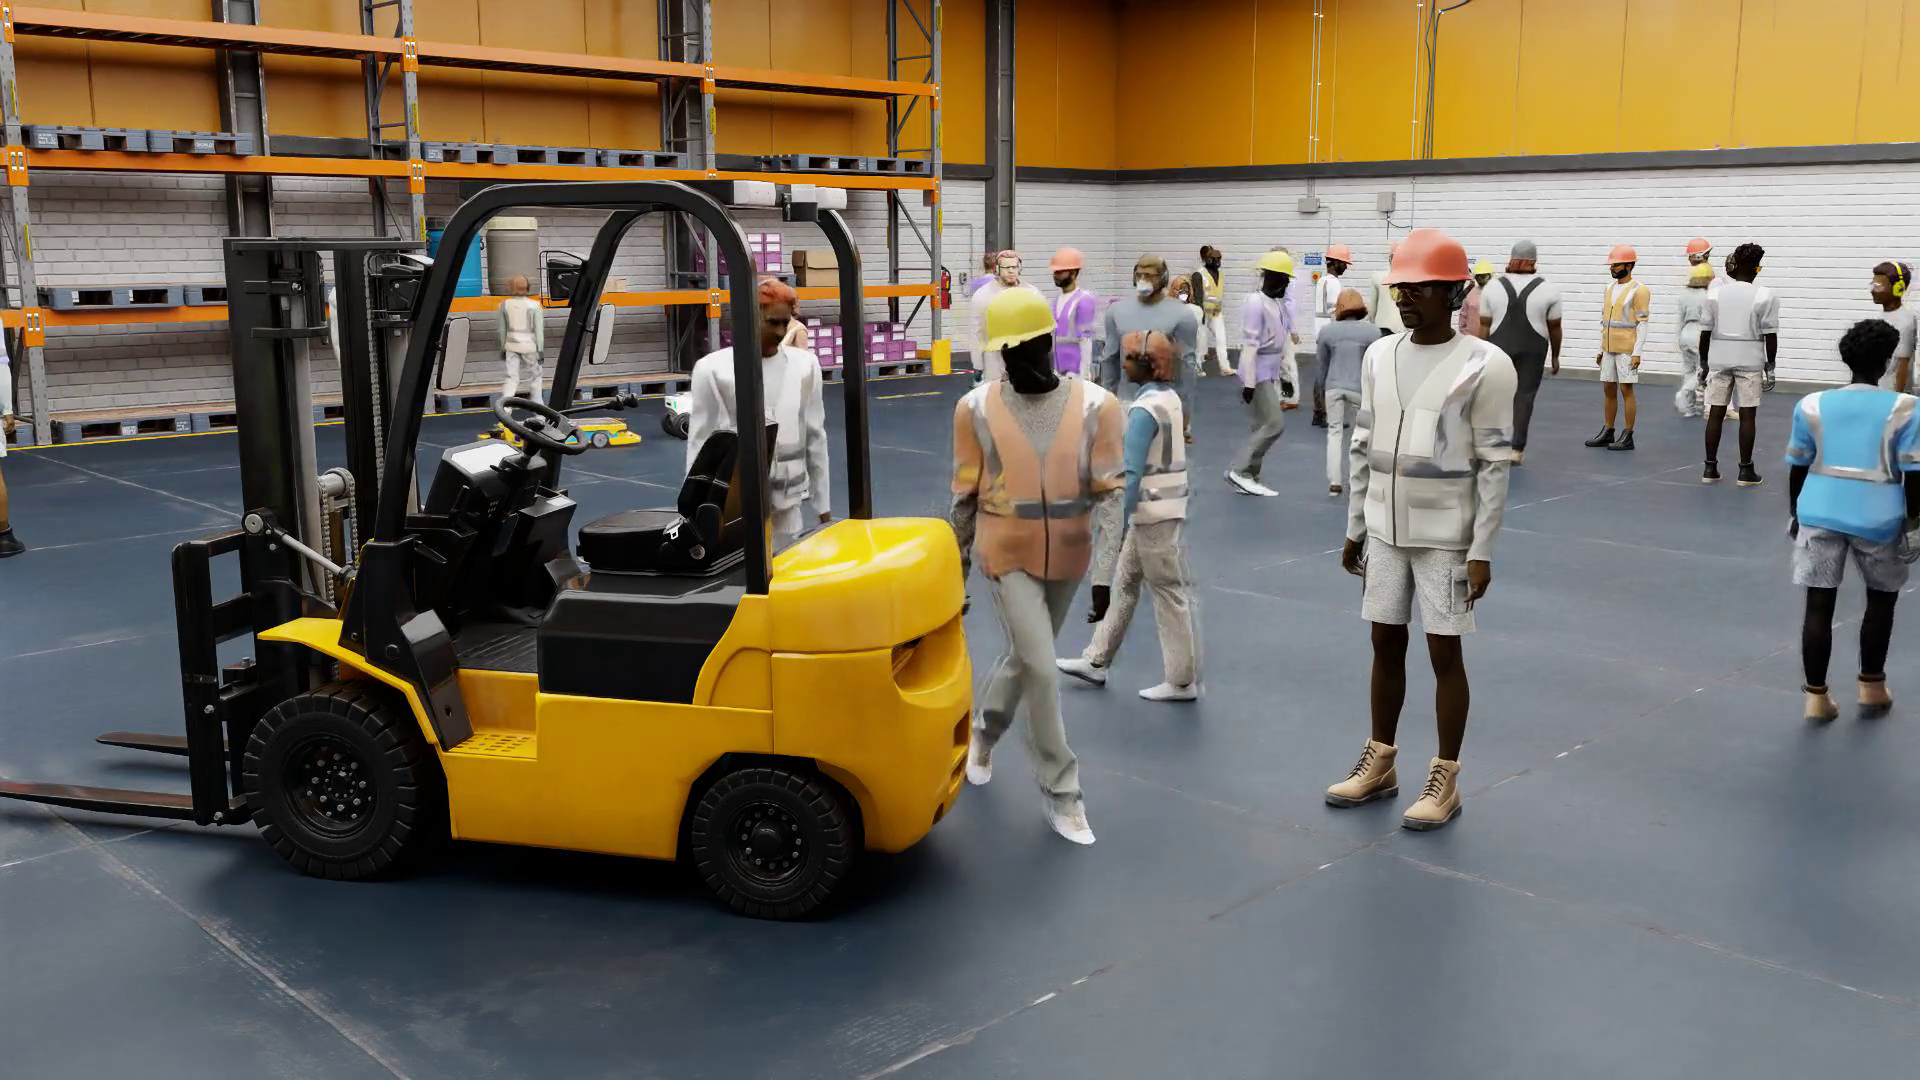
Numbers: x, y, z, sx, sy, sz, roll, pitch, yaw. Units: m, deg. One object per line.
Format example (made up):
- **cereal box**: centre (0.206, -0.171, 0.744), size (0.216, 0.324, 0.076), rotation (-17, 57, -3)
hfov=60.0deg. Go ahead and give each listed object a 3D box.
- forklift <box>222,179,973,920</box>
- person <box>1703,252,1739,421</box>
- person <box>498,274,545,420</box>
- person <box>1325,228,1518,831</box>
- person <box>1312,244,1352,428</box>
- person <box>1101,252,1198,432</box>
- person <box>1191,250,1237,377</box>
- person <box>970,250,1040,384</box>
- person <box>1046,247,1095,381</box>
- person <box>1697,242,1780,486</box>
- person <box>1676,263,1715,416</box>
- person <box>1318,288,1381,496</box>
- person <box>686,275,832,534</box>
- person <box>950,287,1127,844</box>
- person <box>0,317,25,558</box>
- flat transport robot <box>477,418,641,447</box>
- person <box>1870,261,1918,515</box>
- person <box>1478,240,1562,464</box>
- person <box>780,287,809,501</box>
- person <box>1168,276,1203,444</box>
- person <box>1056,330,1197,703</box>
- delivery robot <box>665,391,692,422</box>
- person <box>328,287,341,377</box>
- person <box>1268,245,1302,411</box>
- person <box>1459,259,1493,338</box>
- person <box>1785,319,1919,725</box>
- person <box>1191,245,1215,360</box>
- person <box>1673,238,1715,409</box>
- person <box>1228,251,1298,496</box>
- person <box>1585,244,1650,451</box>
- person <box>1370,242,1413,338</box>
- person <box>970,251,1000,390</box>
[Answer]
- **forklift**: centre (-1.114, -0.058, 5.440), size (2.313, 2.155, 1.214), rotation (2, 11, 13)
- **person**: centre (8.450, -2.230, 18.248), size (0.622, 1.845, 0.430), rotation (-6, 12, -28)
- **person**: centre (-4.695, -2.032, 17.817), size (0.525, 1.637, 0.604), rotation (2, 11, 10)
- **person**: centre (1.567, -0.031, 5.701), size (0.378, 2.045, 0.605), rotation (-9, 13, -39)
- **person**: centre (3.928, -2.145, 17.546), size (0.367, 1.930, 0.542), rotation (-1, 10, -5)
- **person**: centre (1.240, -0.907, 10.823), size (0.638, 1.924, 0.742), rotation (6, 12, 30)
- **person**: centre (3.599, -3.207, 23.652), size (0.642, 1.809, 0.840), rotation (-7, 13, -34)
- **person**: centre (0.411, -1.548, 14.394), size (0.654, 1.897, 0.397), rotation (-4, 11, -19)
- **person**: centre (0.955, -1.423, 13.607), size (0.594, 1.923, 0.554), rotation (-6, 12, -29)
- **person**: centre (6.321, -1.426, 13.523), size (0.613, 1.963, 0.362), rotation (9, 14, 42)
- **person**: centre (8.126, -2.204, 18.452), size (0.584, 1.722, 0.491), rotation (-7, 12, -33)
- **person**: centre (3.062, -1.168, 13.090), size (0.515, 1.605, 0.651), rotation (4, 11, 22)
- **person**: centre (-0.857, -0.156, 6.855), size (0.622, 1.868, 0.519), rotation (-7, 12, -33)
- **person**: centre (0.248, 0.051, 5.839), size (0.584, 1.875, 0.930), rotation (-2, 11, -11)
- **person**: centre (-6.205, -0.835, 10.381), size (0.542, 1.938, 0.358), rotation (-4, 11, -19)
- **flat transport robot**: centre (-3.850, -1.025, 15.962), size (1.431, 0.197, 0.652), rotation (-5, 12, -25)
- **person**: centre (6.056, -0.895, 10.935), size (0.419, 1.853, 0.548), rotation (2, 11, 9)
- **person**: centre (5.019, -1.721, 14.929), size (0.694, 2.000, 1.039), rotation (5, 11, 24)
- **person**: centre (-1.320, -1.108, 12.673), size (0.313, 1.642, 0.513), rotation (-8, 13, -36)
- **person**: centre (2.119, -1.742, 16.159), size (0.497, 1.633, 0.289), rotation (-2, 11, -13)
- **person**: centre (0.712, -0.100, 7.232), size (0.758, 1.606, 0.541), rotation (3, 11, 17)
- **delivery robot**: centre (-2.585, -1.351, 16.711), size (0.707, 0.478, 0.477), rotation (-5, 11, -26)
- **person**: centre (-4.934, -1.488, 13.934), size (0.637, 1.938, 0.357), rotation (2, 11, 11)
- **person**: centre (3.664, -2.420, 19.110), size (0.614, 1.914, 0.634), rotation (2, 11, 10)
- **person**: centre (6.011, -2.351, 19.160), size (0.525, 1.755, 0.468), rotation (6, 12, 31)
- **person**: centre (3.752, -0.082, 6.954), size (0.557, 1.672, 0.656), rotation (9, 14, 41)
- **person**: centre (3.949, -3.841, 26.990), size (0.345, 1.861, 0.533), rotation (-8, 13, -38)
- **person**: centre (8.613, -2.525, 19.465), size (0.393, 1.985, 0.611), rotation (4, 11, 22)
- **person**: centre (2.366, -1.266, 12.840), size (0.425, 1.901, 0.591), rotation (4, 11, 20)
- **person**: centre (6.209, -1.811, 15.700), size (0.373, 1.934, 0.551), rotation (-4, 11, -20)
- **person**: centre (5.147, -2.553, 19.737), size (0.606, 1.951, 1.026), rotation (4, 11, 22)
- **person**: centre (0.374, -2.511, 19.802), size (0.595, 1.832, 0.592), rotation (-8, 13, -37)
